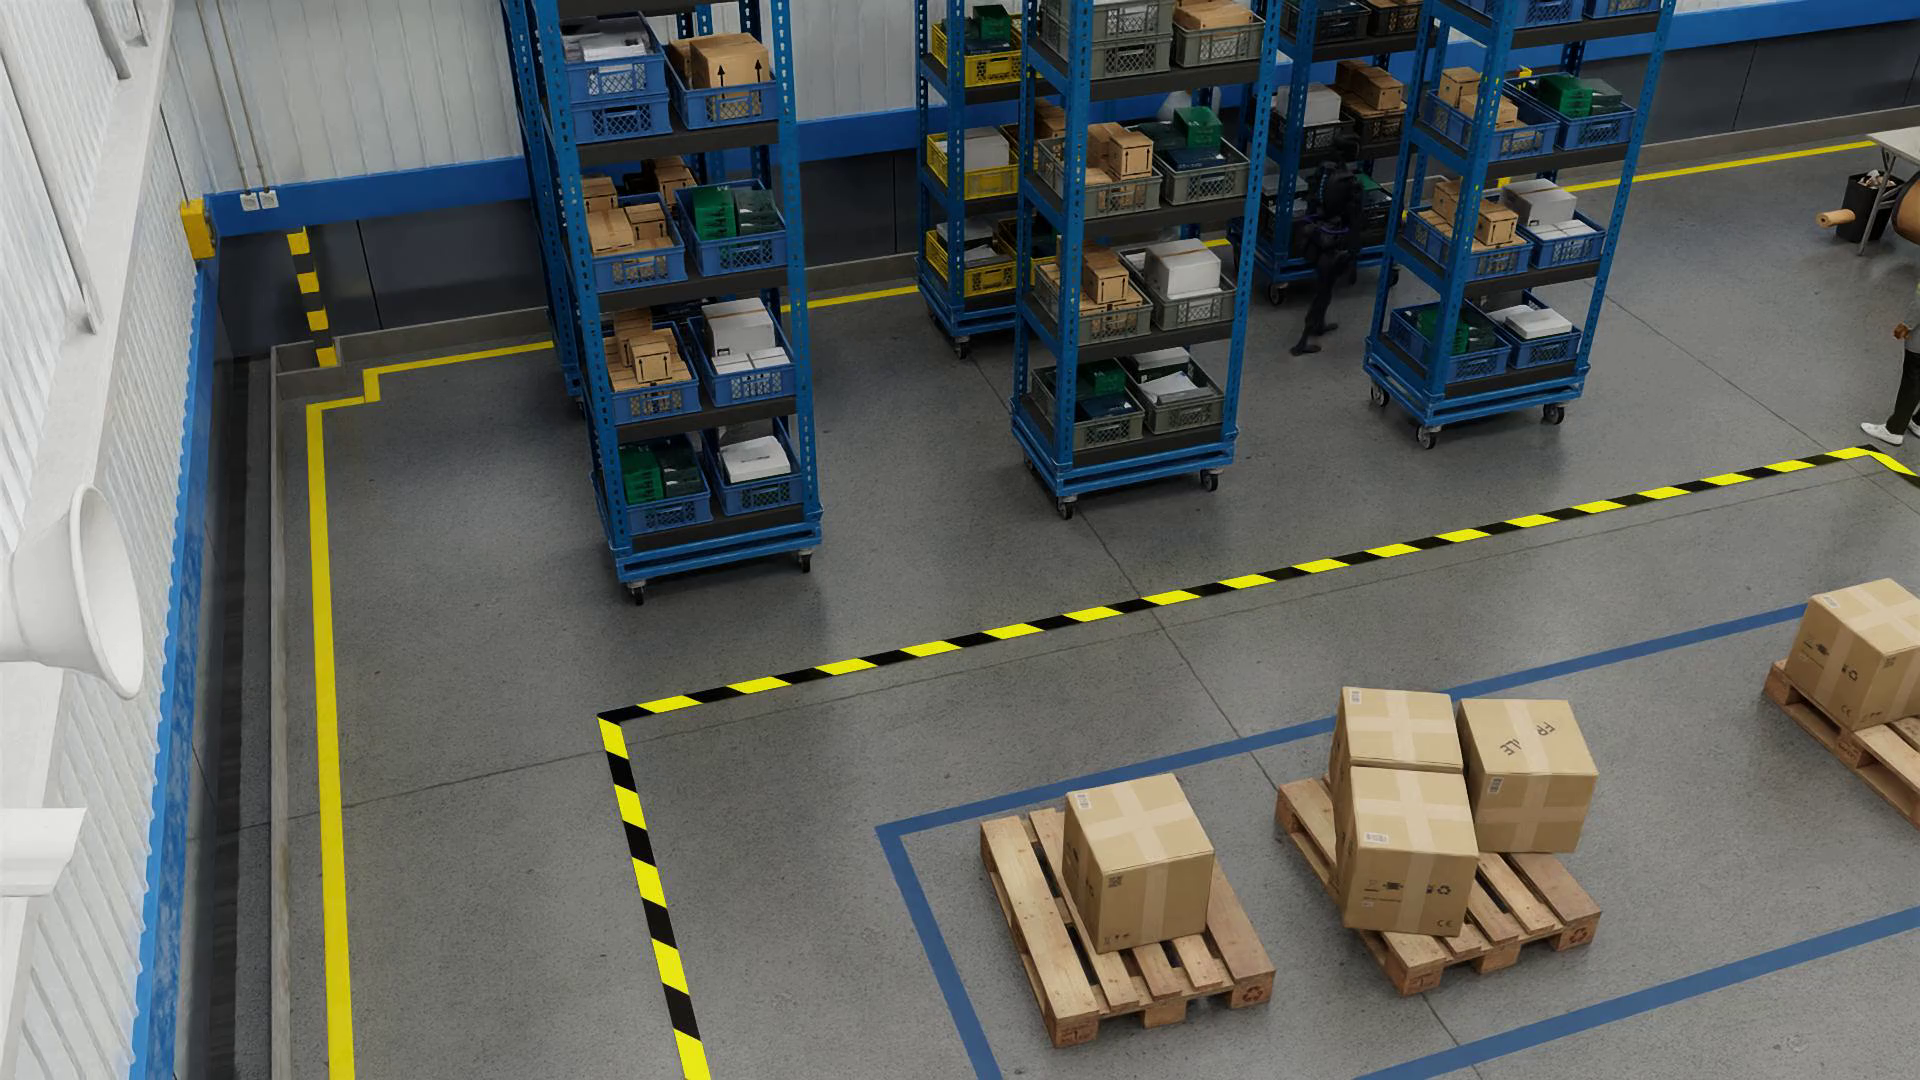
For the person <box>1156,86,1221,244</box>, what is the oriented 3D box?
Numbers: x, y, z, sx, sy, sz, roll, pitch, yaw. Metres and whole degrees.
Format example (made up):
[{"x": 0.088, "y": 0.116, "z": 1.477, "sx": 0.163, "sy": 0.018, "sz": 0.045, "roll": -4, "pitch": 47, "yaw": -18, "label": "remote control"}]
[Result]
[{"x": 1.713, "y": -2.729, "z": 12.488, "sx": 0.628, "sy": 1.931, "sz": 0.385, "roll": -30, "pitch": 45, "yaw": -35, "label": "person"}]

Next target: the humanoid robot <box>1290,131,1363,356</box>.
[{"x": 2.654, "y": -2.117, "z": 11.840, "sx": 0.560, "sy": 1.640, "sz": 0.609, "roll": -17, "pitch": 38, "yaw": -22, "label": "humanoid robot"}]

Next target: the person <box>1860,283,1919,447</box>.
[{"x": 6.336, "y": -1.473, "z": 10.775, "sx": 0.587, "sy": 1.847, "sz": 0.397, "roll": -11, "pitch": 37, "yaw": -15, "label": "person"}]
